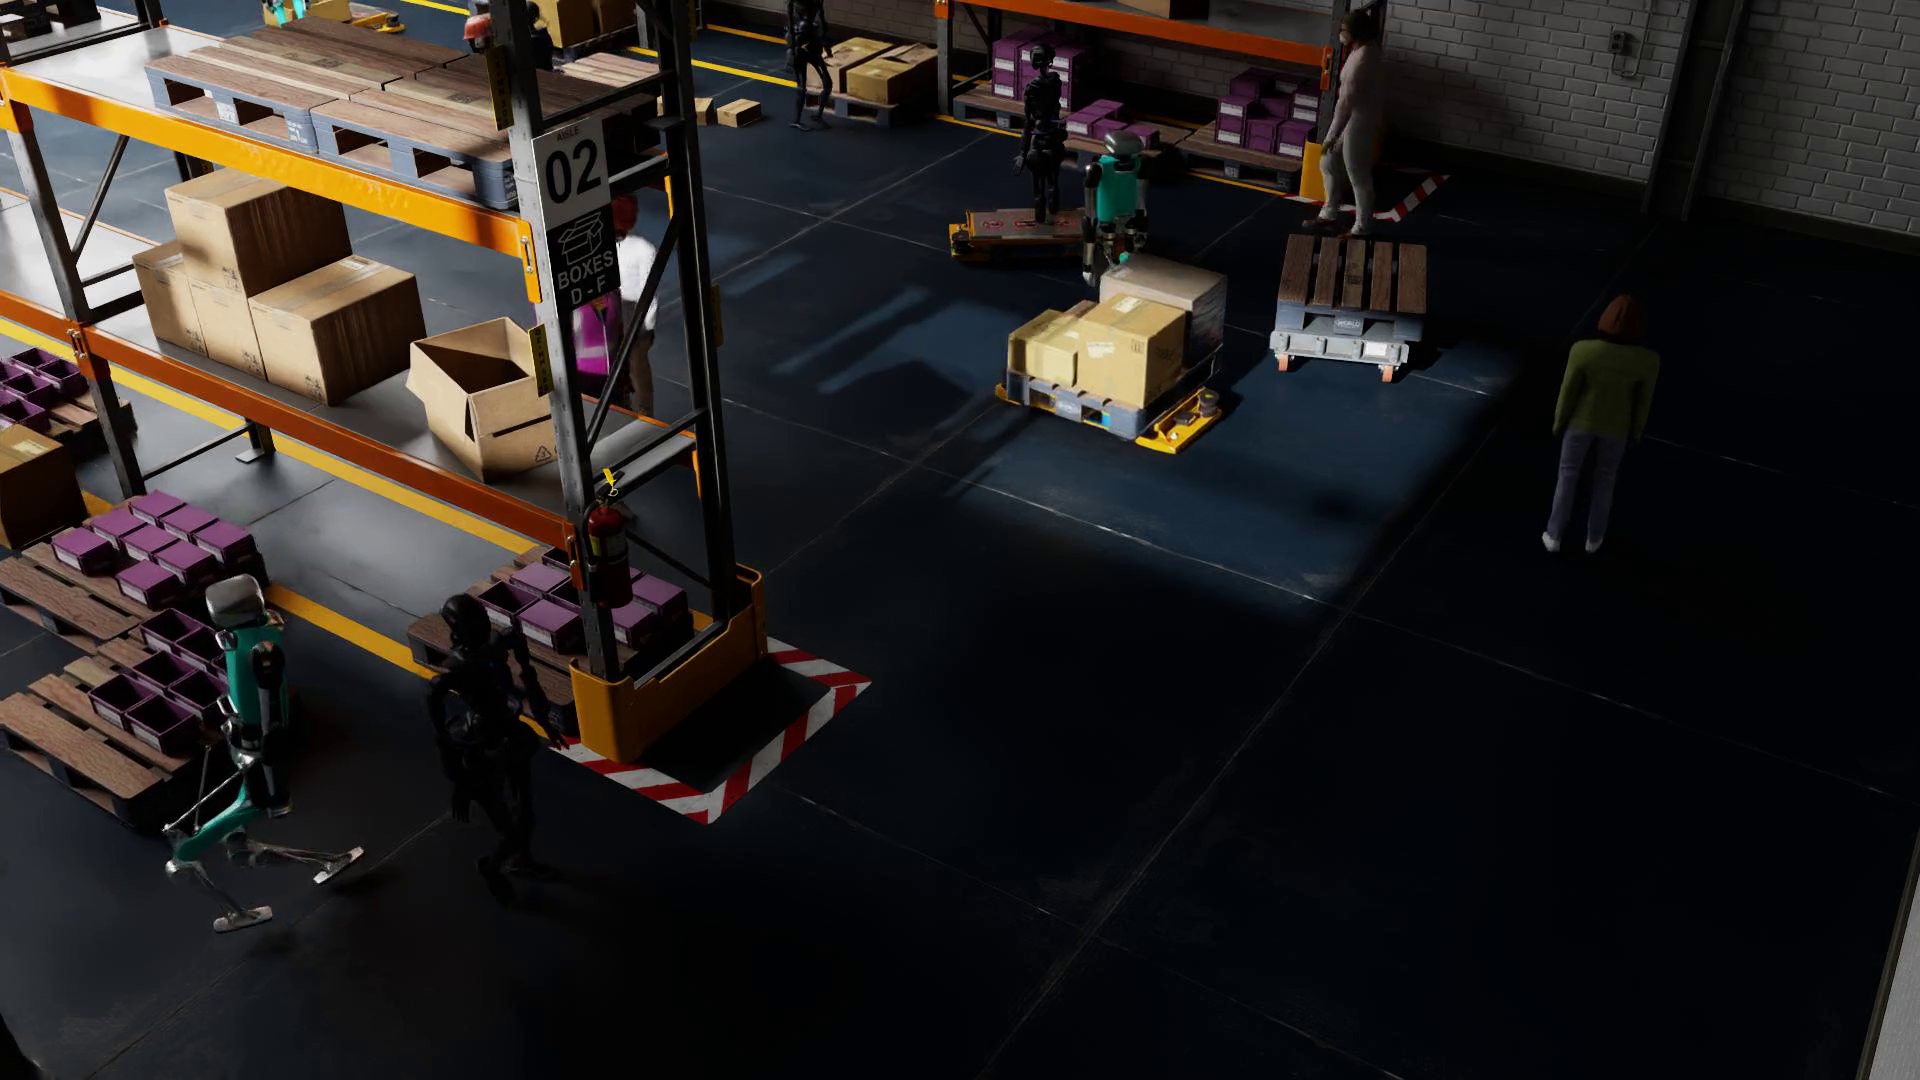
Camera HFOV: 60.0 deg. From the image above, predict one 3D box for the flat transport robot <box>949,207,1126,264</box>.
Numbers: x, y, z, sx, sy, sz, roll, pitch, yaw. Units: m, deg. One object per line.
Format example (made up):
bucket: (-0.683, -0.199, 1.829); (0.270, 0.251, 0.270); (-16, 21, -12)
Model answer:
flat transport robot: (0.637, -2.516, 13.740); (1.431, 0.231, 0.659); (-1, 33, -2)

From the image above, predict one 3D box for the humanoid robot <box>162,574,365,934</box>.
humanoid robot: (-3.089, 0.997, 6.991); (0.913, 1.755, 0.537); (-20, 38, -28)

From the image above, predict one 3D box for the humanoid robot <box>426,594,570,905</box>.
humanoid robot: (-1.991, 0.897, 7.200); (0.327, 1.649, 0.598); (21, 38, 28)

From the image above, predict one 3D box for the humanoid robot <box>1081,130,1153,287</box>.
humanoid robot: (1.169, -1.844, 11.381); (0.548, 1.816, 0.708); (-18, 37, -25)

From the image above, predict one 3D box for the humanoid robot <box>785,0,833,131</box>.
humanoid robot: (-1.450, -4.715, 15.831); (0.455, 1.638, 0.612); (20, 38, 27)

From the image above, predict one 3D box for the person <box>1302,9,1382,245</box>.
person: (3.128, -3.321, 13.469); (0.712, 1.905, 0.651); (7, 34, 11)

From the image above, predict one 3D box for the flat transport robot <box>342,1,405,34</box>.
flat transport robot: (-7.096, -5.942, 19.006); (1.431, 0.231, 0.659); (20, 38, 27)

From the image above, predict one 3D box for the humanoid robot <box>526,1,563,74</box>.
humanoid robot: (-3.562, -3.939, 14.700); (0.651, 1.656, 0.615); (0, 33, 0)

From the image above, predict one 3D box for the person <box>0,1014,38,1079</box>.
person: (-4.136, 1.447, 6.320); (0.867, 1.717, 0.748); (-1, 33, -1)

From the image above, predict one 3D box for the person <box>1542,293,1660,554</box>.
person: (3.694, -0.651, 9.627); (0.506, 1.637, 0.313); (9, 34, 14)

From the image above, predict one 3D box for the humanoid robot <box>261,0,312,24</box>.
humanoid robot: (-6.920, -5.573, 17.087); (0.541, 1.735, 0.978); (-13, 35, -20)

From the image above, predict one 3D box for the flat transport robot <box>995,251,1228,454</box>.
flat transport robot: (1.013, -0.986, 11.388); (1.431, 0.231, 0.659); (21, 39, 29)

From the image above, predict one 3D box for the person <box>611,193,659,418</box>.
person: (-2.221, -1.486, 10.839); (0.667, 1.717, 0.323); (19, 37, 26)

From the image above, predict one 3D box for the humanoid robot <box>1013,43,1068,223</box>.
humanoid robot: (0.664, -3.187, 13.468); (0.315, 1.657, 0.599); (20, 38, 27)

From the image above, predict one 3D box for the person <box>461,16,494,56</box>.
person: (-3.797, -3.497, 13.915); (0.701, 1.715, 0.572); (-3, 33, -5)

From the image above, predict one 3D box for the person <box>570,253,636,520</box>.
person: (-2.227, -0.993, 9.962); (0.533, 1.831, 0.555); (26, 41, 34)
